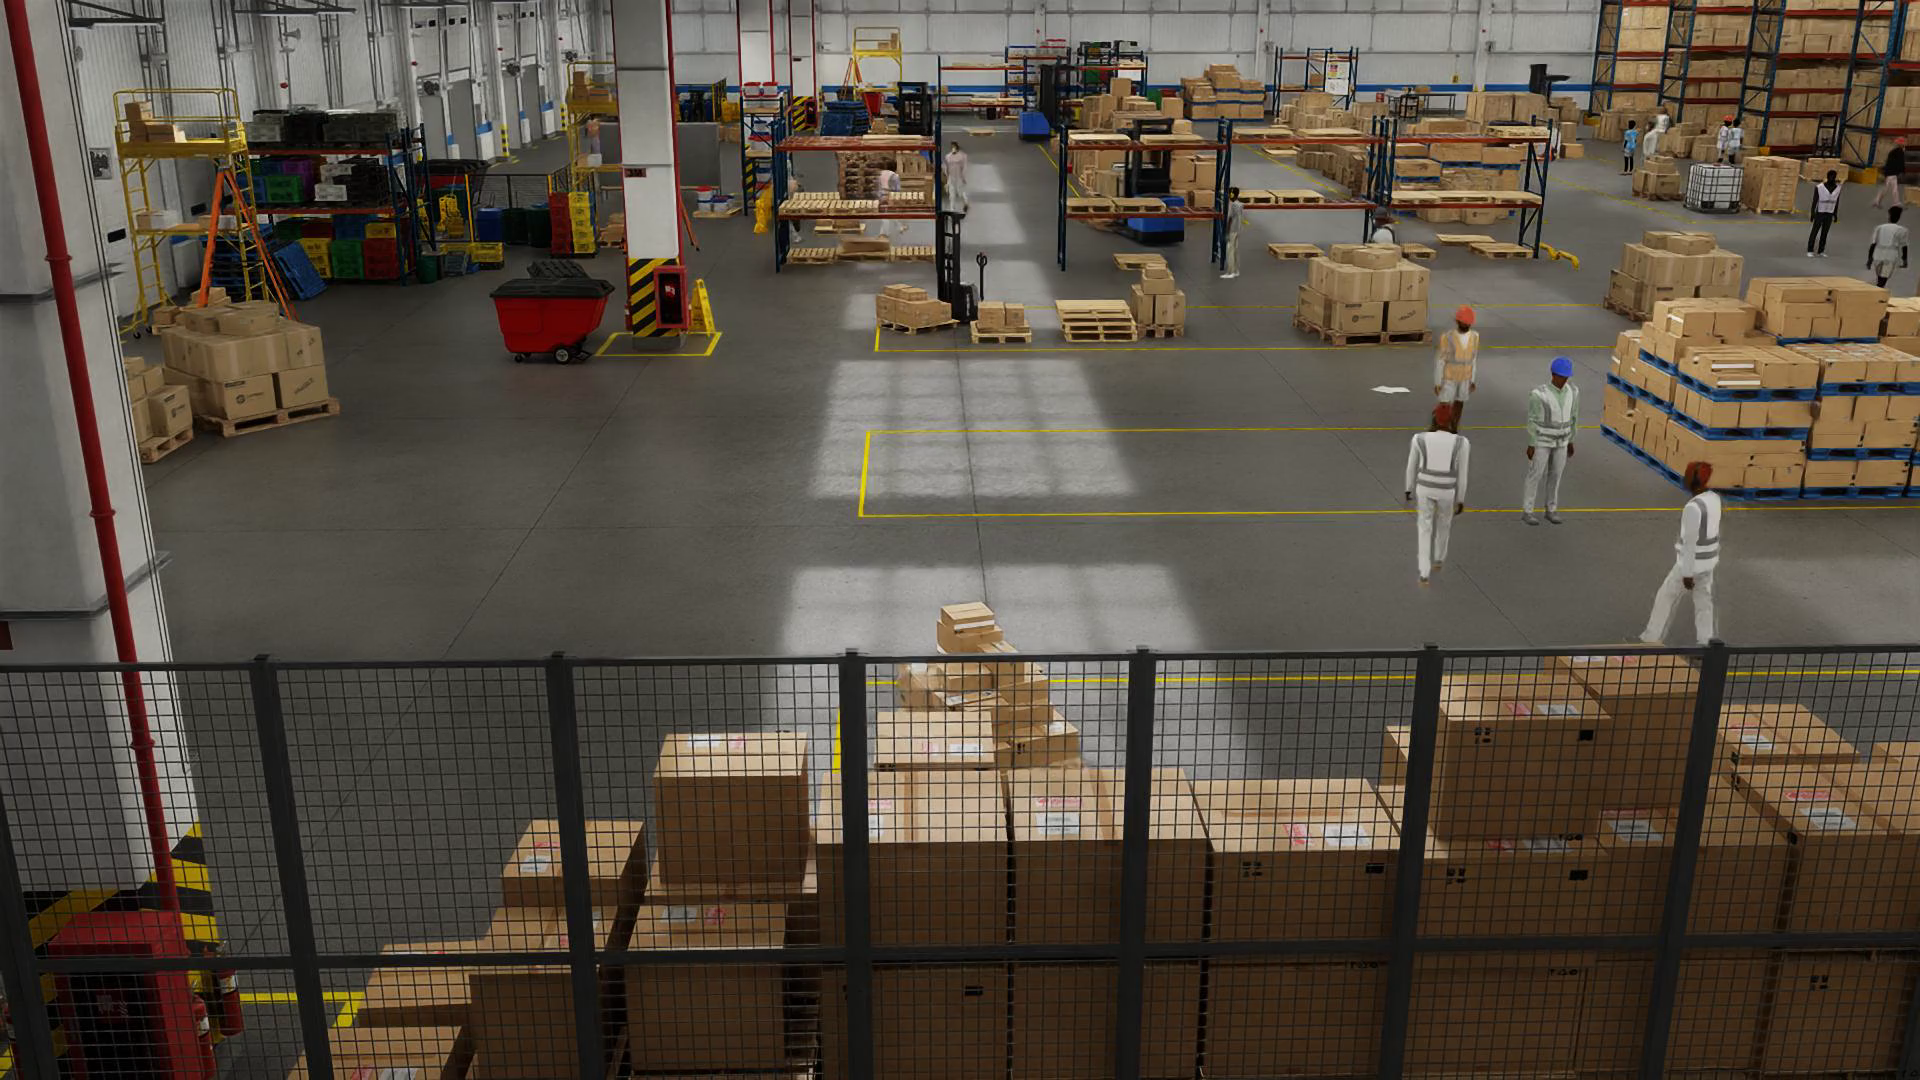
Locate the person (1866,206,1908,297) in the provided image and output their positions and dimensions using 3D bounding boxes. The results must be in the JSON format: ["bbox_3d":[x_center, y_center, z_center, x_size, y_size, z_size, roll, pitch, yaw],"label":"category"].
[{"bbox_3d":[17.230,-5.223,30.859,1.024,1.908,0.611,-12,22,-31],"label":"person"}]

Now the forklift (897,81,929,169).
[{"bbox_3d":[-1.501,-13.136,52.841,1.129,2.768,1.873,6,20,17],"label":"forklift"}]

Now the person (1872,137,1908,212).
[{"bbox_3d":[24.835,-9.726,44.176,0.638,1.941,1.020,-12,22,-31],"label":"person"}]

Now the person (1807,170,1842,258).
[{"bbox_3d":[19.079,-7.205,36.730,0.597,1.915,0.369,-1,19,-2],"label":"person"}]

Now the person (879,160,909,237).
[{"bbox_3d":[-1.578,-8.144,39.699,0.968,1.792,0.653,-15,24,-37],"label":"person"}]

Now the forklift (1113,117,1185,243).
[{"bbox_3d":[4.485,-8.480,39.027,1.129,2.768,1.873,-5,19,-15],"label":"forklift"}]

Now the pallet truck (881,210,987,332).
[{"bbox_3d":[-0.493,-4.759,29.349,1.885,1.965,0.823,-13,23,-34],"label":"pallet truck"}]

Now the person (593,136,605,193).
[{"bbox_3d":[-10.291,-11.021,48.085,0.611,1.899,0.770,3,19,8],"label":"person"}]

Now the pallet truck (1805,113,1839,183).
[{"bbox_3d":[26.403,-11.957,50.702,0.823,1.965,1.885,6,19,16],"label":"pallet truck"}]

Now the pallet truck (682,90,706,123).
[{"bbox_3d":[-9.671,-15.907,62.421,0.823,1.965,1.885,5,19,15],"label":"pallet truck"}]

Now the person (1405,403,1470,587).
[{"bbox_3d":[4.852,-0.505,16.963,0.598,1.836,0.952,6,20,17],"label":"person"}]

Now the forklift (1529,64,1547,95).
[{"bbox_3d":[21.941,-16.734,63.513,1.873,2.768,1.129,14,23,36],"label":"forklift"}]

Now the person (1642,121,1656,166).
[{"bbox_3d":[20.298,-11.389,49.109,0.370,1.940,0.630,3,19,8],"label":"person"}]

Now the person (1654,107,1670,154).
[{"bbox_3d":[24.619,-14.351,58.383,0.388,1.621,0.527,-13,22,-33],"label":"person"}]

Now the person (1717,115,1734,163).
[{"bbox_3d":[23.546,-12.108,51.267,0.383,1.930,0.540,9,21,24],"label":"person"}]

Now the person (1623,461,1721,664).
[{"bbox_3d":[6.476,0.176,14.926,0.590,1.848,0.852,-15,24,-37],"label":"person"}]

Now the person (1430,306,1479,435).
[{"bbox_3d":[6.455,-2.111,21.661,0.589,1.903,0.597,-5,19,-14],"label":"person"}]

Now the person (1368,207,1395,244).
[{"bbox_3d":[7.480,-5.043,30.125,0.852,2.000,0.714,8,20,23],"label":"person"}]

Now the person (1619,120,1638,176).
[{"bbox_3d":[21.002,-12.302,52.190,0.533,1.697,0.319,-10,21,-28],"label":"person"}]

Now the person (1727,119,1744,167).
[{"bbox_3d":[24.584,-12.562,52.982,0.548,1.668,0.683,-3,19,-8],"label":"person"}]

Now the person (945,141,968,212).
[{"bbox_3d":[-0.078,-9.448,43.388,0.642,1.922,0.750,8,20,22],"label":"person"}]

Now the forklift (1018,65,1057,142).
[{"bbox_3d":[3.207,-16.537,62.930,1.873,2.768,1.129,-3,19,-8],"label":"forklift"}]

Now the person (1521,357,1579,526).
[{"bbox_3d":[6.611,-1.105,18.612,0.601,1.940,0.418,-5,19,-14],"label":"person"}]

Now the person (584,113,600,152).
[{"bbox_3d":[-12.471,-13.694,56.377,0.537,1.643,0.910,12,22,32],"label":"person"}]

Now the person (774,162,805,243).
[{"bbox_3d":[-4.034,-7.888,38.822,0.980,1.871,0.604,12,22,32],"label":"person"}]

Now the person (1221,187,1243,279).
[{"bbox_3d":[5.618,-6.317,34.194,0.333,1.858,0.522,13,23,34],"label":"person"}]
